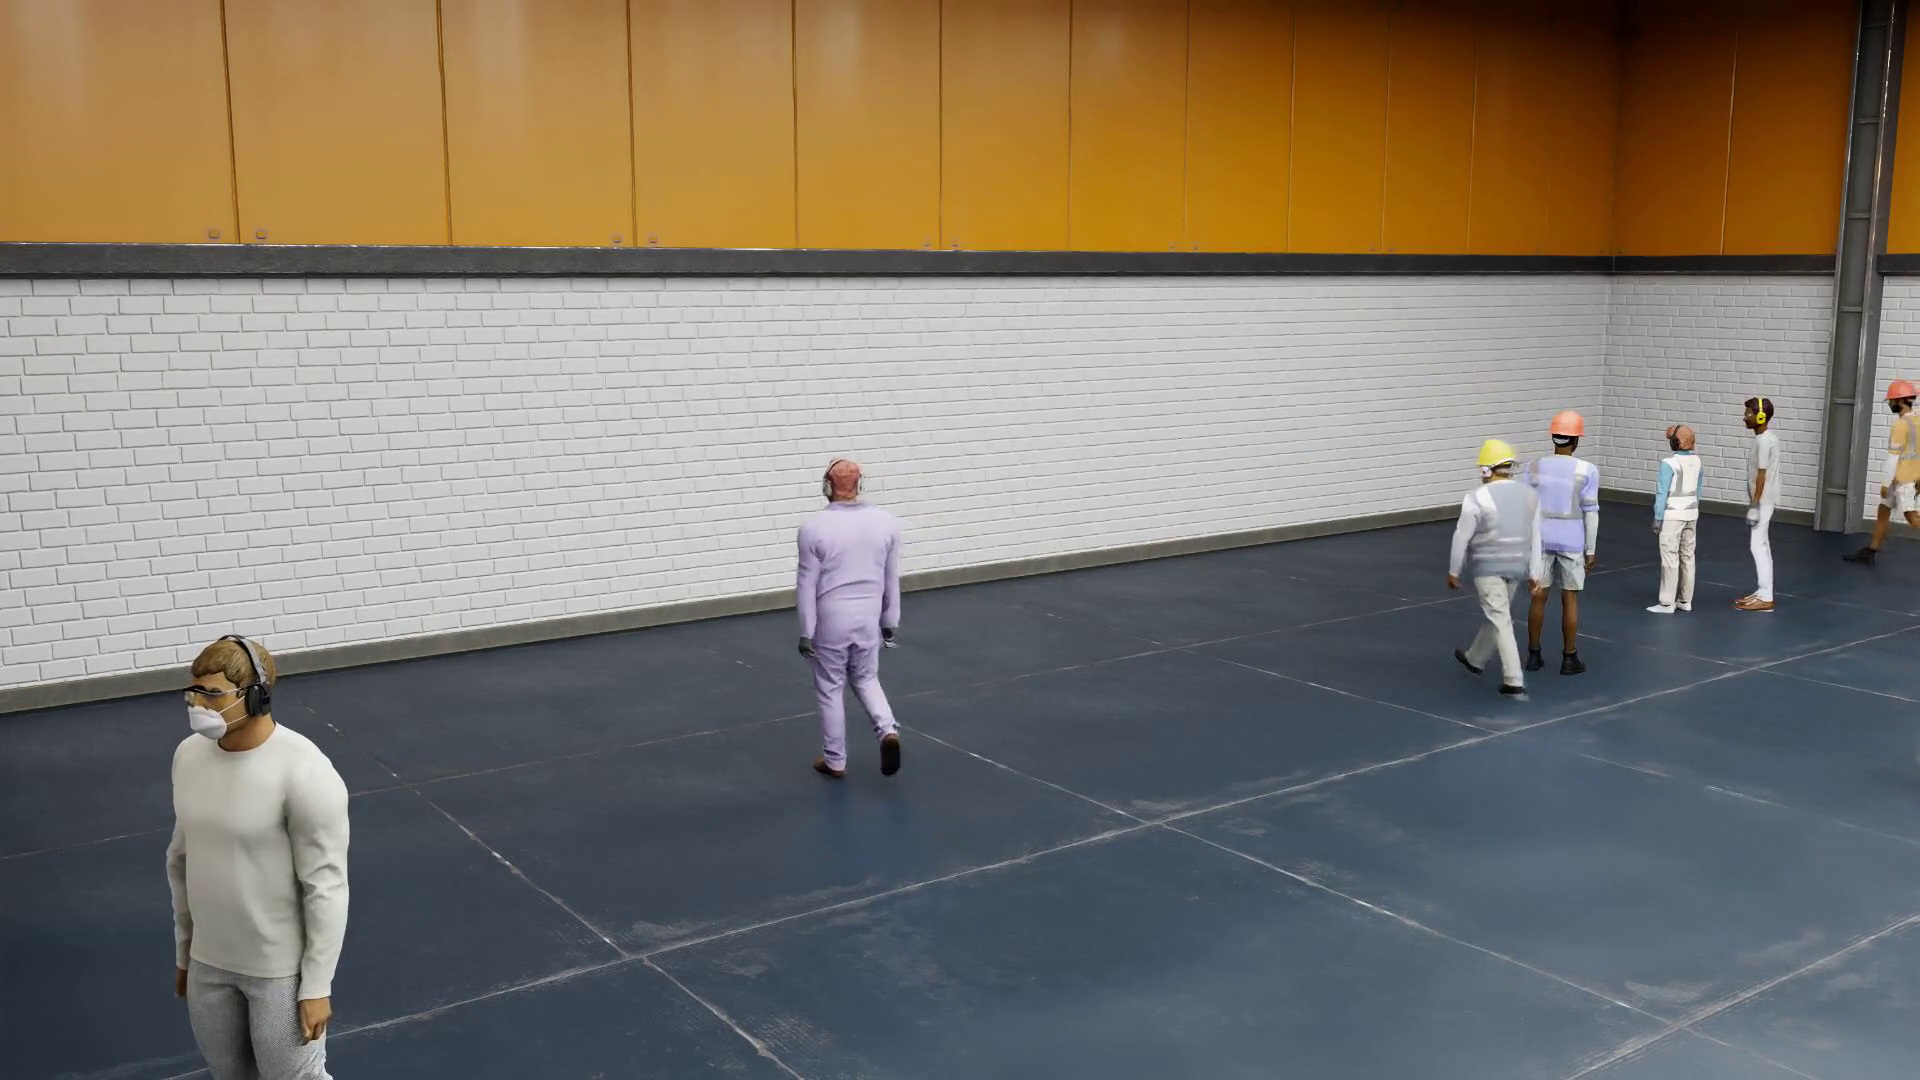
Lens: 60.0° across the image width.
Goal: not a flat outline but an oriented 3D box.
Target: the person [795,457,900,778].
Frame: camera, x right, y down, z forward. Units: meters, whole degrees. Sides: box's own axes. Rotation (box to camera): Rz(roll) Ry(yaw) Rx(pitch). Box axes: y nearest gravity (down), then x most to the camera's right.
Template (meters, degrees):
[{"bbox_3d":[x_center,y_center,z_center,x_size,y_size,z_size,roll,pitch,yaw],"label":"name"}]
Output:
[{"bbox_3d":[-0.626,0.475,9.541,0.647,1.890,0.616,-6,11,-32],"label":"person"}]

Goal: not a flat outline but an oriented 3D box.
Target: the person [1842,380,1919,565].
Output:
[{"bbox_3d":[9.326,-0.626,16.359,0.547,1.880,1.023,-9,13,-44],"label":"person"}]

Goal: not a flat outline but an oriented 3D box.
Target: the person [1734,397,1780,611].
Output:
[{"bbox_3d":[6.959,-0.311,14.493,0.354,1.857,0.510,4,10,24],"label":"person"}]

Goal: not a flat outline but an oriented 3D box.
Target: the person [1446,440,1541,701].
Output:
[{"bbox_3d":[3.733,0.186,11.666,0.588,1.771,0.972,-3,10,-18],"label":"person"}]

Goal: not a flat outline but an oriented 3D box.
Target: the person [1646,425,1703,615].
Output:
[{"bbox_3d":[6.173,-0.173,14.313,0.515,1.635,0.313,-6,11,-31],"label":"person"}]

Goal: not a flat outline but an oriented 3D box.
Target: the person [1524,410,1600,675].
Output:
[{"bbox_3d":[4.388,0.021,12.174,0.547,1.938,0.359,6,11,34],"label":"person"}]

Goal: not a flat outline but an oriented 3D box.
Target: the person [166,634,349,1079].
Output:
[{"bbox_3d":[-2.019,1.220,4.774,0.632,1.940,0.372,4,10,24],"label":"person"}]
